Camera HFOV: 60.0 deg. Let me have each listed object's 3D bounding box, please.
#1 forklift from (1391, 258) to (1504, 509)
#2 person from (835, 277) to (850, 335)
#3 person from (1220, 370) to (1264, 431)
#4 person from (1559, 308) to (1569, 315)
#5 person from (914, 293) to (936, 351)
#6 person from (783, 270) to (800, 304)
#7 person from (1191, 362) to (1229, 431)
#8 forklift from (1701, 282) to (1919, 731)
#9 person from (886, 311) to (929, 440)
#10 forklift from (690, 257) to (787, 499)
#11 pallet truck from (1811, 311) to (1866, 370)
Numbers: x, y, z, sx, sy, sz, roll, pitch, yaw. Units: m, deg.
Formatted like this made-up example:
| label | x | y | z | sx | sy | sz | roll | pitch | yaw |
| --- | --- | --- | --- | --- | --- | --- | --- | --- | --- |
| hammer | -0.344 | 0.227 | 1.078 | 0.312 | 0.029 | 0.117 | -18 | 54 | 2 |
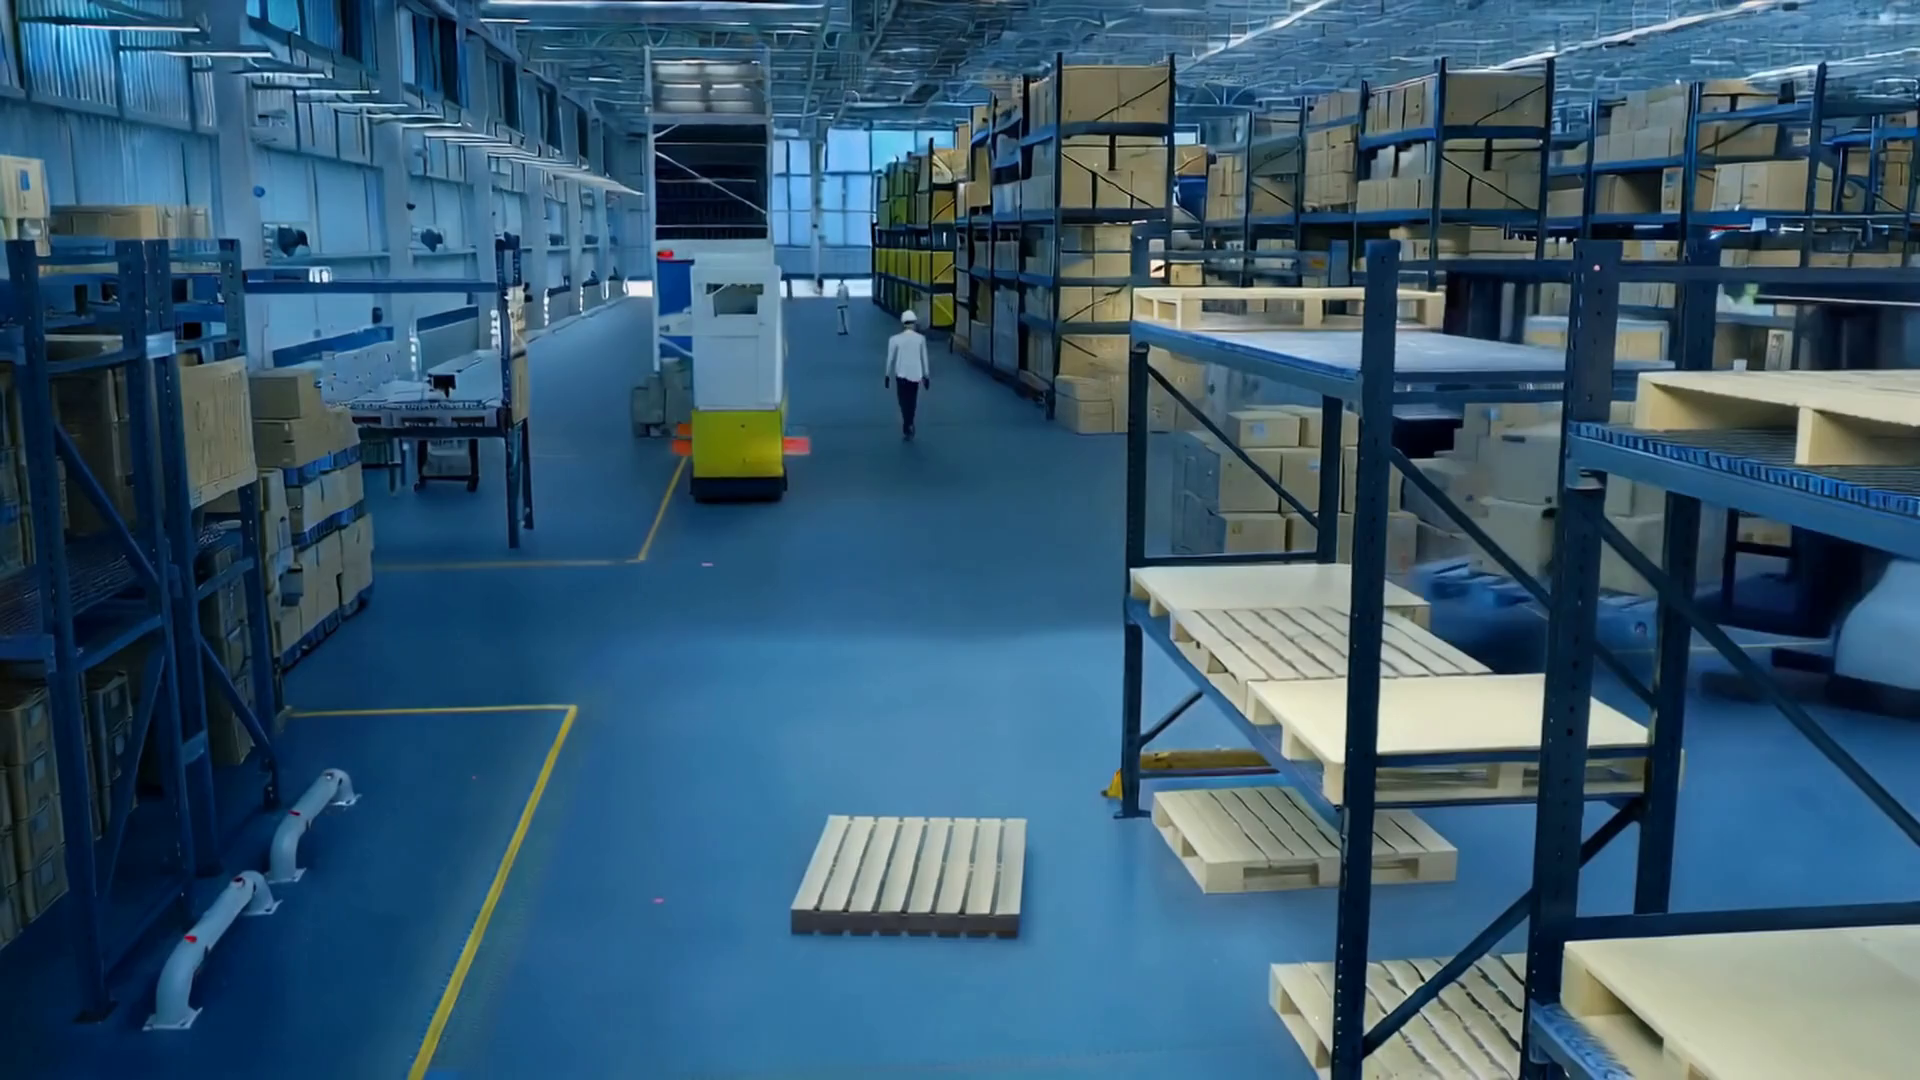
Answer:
| label | x | y | z | sx | sy | sz | roll | pitch | yaw |
| --- | --- | --- | --- | --- | --- | --- | --- | --- | --- |
| forklift | 5.649 | -1.740 | 18.576 | 1.873 | 2.768 | 1.129 | -1 | 10 | -7 |
| person | -3.805 | -7.533 | 53.583 | 0.429 | 1.837 | 0.627 | 7 | 12 | 33 |
| person | 4.410 | -2.444 | 25.237 | 1.047 | 1.887 | 0.644 | 0 | 10 | 1 |
| person | 12.875 | -4.245 | 35.080 | 0.732 | 1.929 | 0.490 | 5 | 12 | 27 |
| person | -1.053 | -5.955 | 45.500 | 0.856 | 1.591 | 0.516 | -1 | 10 | -5 |
| person | -8.032 | -12.013 | 79.018 | 0.814 | 1.597 | 0.549 | 0 | 10 | -1 |
| person | 3.842 | -2.267 | 24.983 | 0.662 | 1.616 | 0.540 | 5 | 11 | 24 |
| forklift | 5.976 | -0.284 | 10.508 | 1.129 | 2.768 | 1.873 | -8 | 13 | -39 |
| person | -0.781 | -2.509 | 25.415 | 0.630 | 1.958 | 0.972 | -3 | 11 | -17 |
| forklift | -2.662 | -1.975 | 19.876 | 1.129 | 2.768 | 1.873 | -1 | 10 | -6 |
| pallet truck | 15.846 | -3.142 | 28.793 | 1.885 | 1.965 | 0.823 | 2 | 10 | 12 |
